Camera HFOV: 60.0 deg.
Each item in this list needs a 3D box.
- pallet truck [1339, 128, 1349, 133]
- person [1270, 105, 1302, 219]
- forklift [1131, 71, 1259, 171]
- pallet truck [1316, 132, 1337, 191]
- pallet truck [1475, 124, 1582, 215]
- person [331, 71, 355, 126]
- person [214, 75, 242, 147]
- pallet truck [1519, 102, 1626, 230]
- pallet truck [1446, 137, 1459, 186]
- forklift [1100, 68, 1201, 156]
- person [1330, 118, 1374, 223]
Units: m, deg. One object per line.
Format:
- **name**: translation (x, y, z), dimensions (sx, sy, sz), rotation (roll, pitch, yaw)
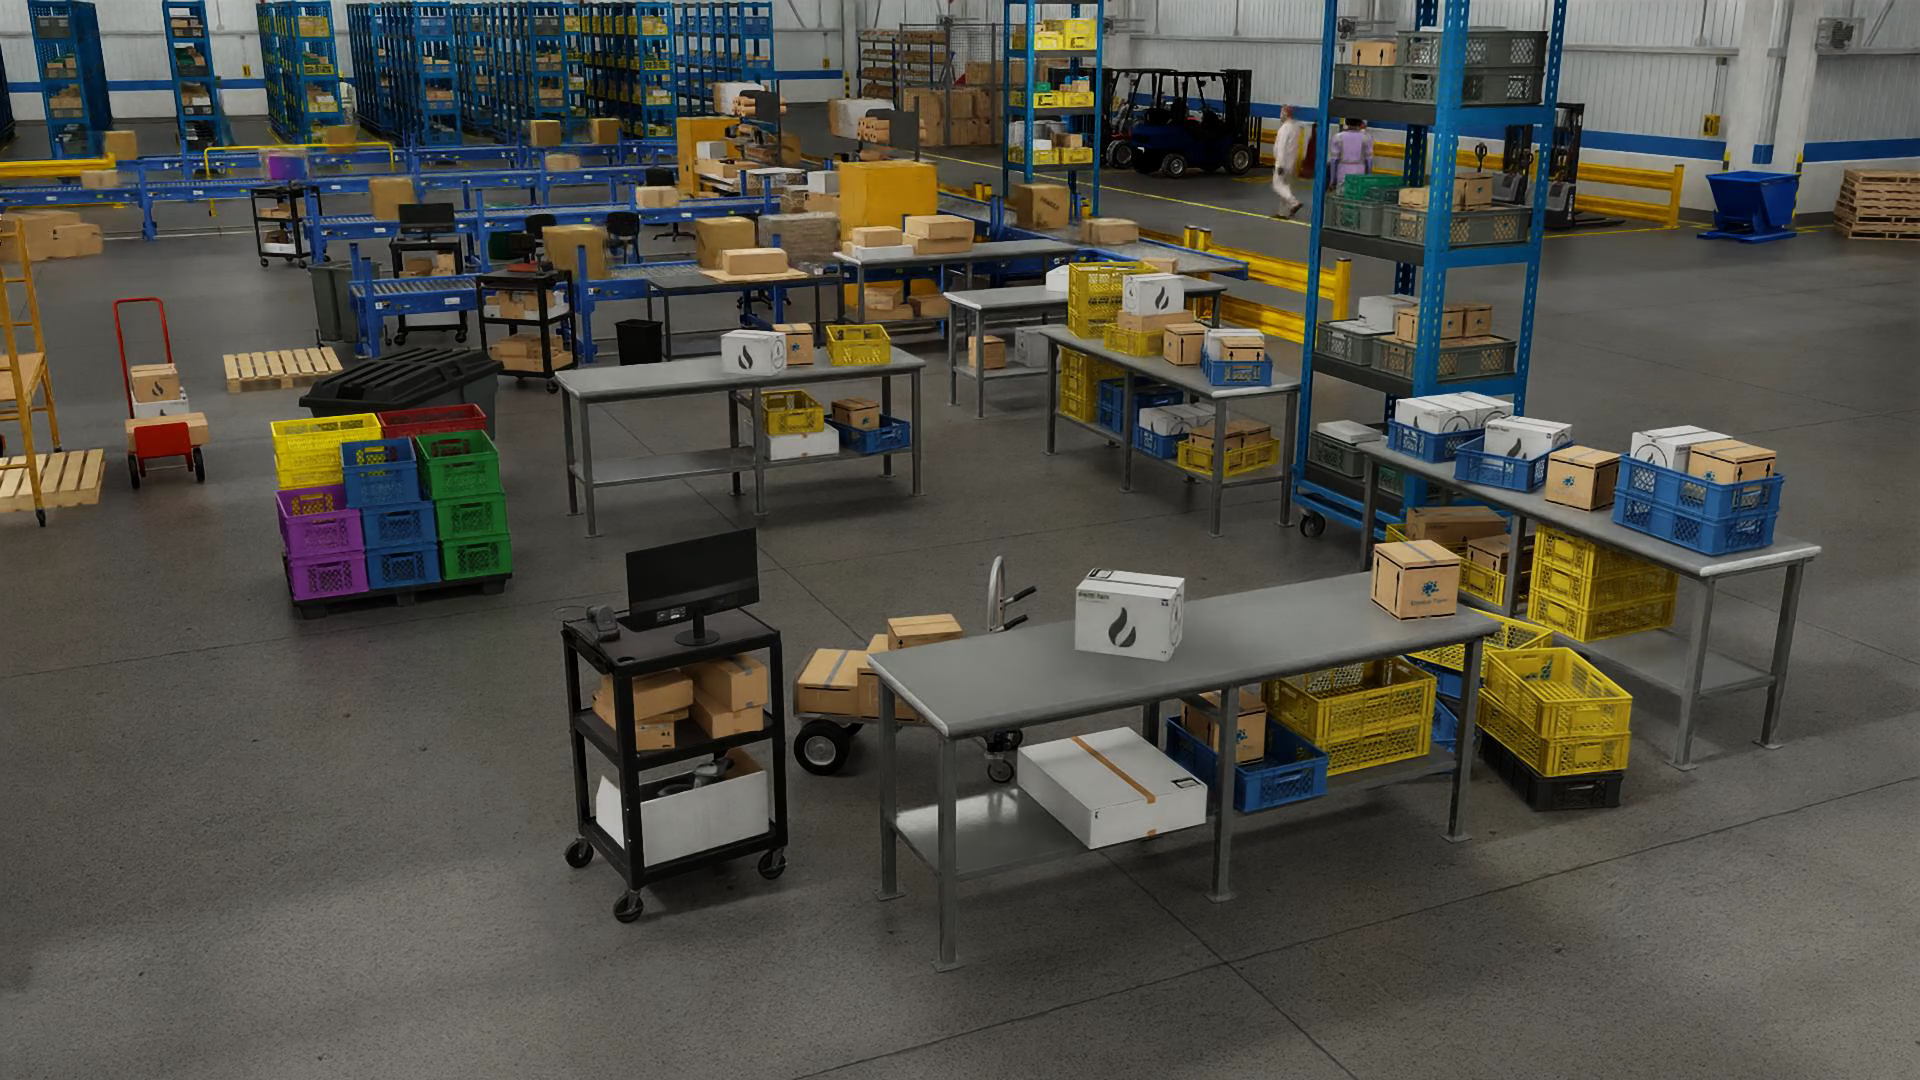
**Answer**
- **pallet truck**: translation (7.845, -7.140, 31.411), dimensions (1.522, 1.261, 0.704), rotation (-9, 20, -25)
- **person**: translation (5.474, -6.290, 27.755), dimensions (0.527, 1.896, 0.645), rotation (11, 21, 32)
- **forklift**: translation (4.998, -8.936, 35.413), dimensions (2.680, 1.987, 1.157), rotation (-9, 20, -25)
- **pallet truck**: translation (7.723, -7.504, 32.656), dimensions (1.601, 1.201, 0.680), rotation (-8, 19, -23)
- **pallet truck**: translation (9.707, -6.455, 28.103), dimensions (1.885, 1.965, 0.823), rotation (-7, 19, -20)
- **person**: translation (-16.735, -11.786, 45.163), dimensions (0.586, 1.833, 0.404), rotation (-6, 19, -19)
- **person**: translation (-18.851, -10.934, 42.508), dimensions (0.841, 1.812, 0.564), rotation (-5, 18, -16)
- **pallet truck**: translation (9.972, -6.037, 26.785), dimensions (1.885, 1.965, 0.823), rotation (-9, 20, -25)
- **pallet truck**: translation (9.184, -6.485, 29.328), dimensions (1.630, 1.274, 0.653), rotation (-8, 19, -23)
- **forklift**: translation (4.082, -9.564, 37.410), dimensions (2.680, 1.987, 1.157), rotation (-8, 19, -23)
- **person**: translation (5.747, -5.329, 24.483), dimensions (0.607, 2.044, 0.378), rotation (4, 18, 12)
